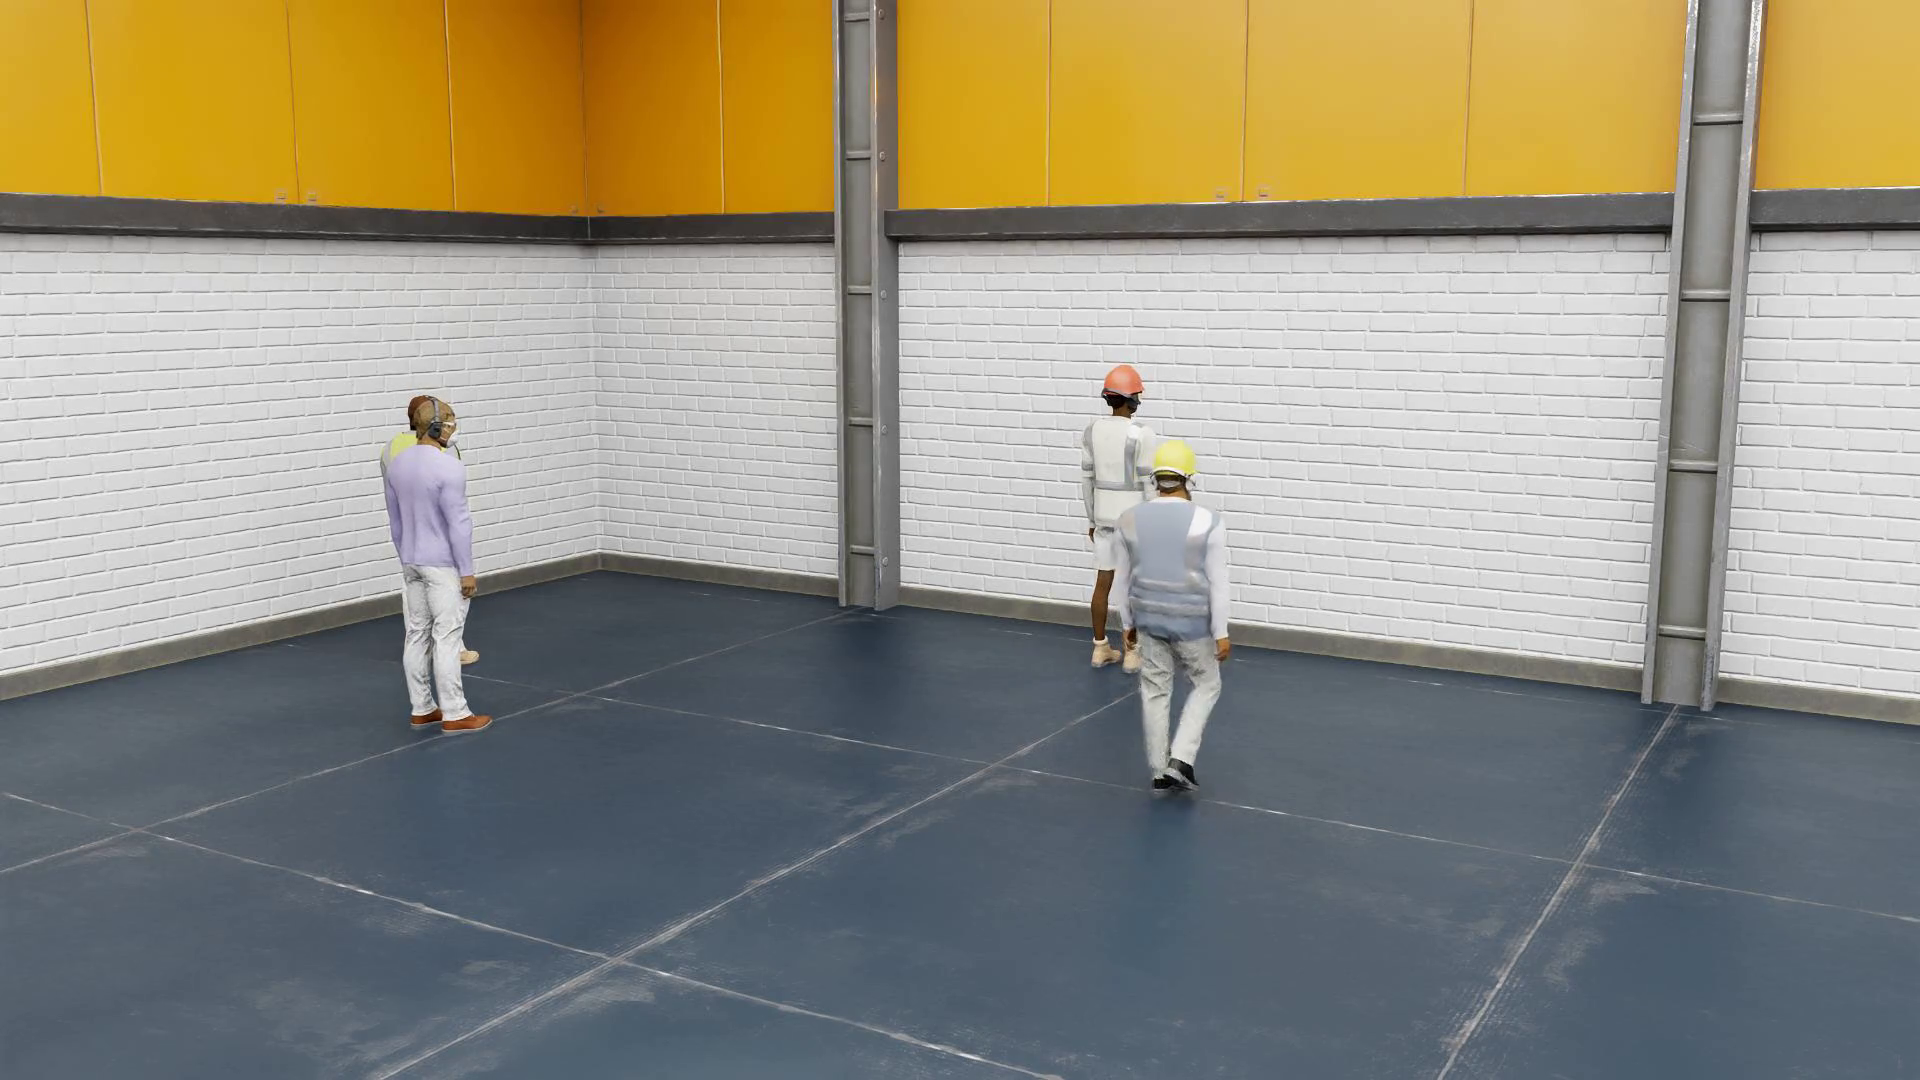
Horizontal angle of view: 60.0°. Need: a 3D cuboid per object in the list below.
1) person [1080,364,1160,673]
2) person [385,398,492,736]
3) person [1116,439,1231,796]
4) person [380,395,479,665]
[{"bbox_3d":[1.084,-0.140,11.074,0.608,2.048,0.365,8,12,42],"label":"person"},{"bbox_3d":[-3.016,0.158,9.570,0.627,1.936,0.373,7,11,36],"label":"person"},{"bbox_3d":[1.074,0.406,8.374,0.622,1.819,0.421,5,10,28],"label":"person"},{"bbox_3d":[-3.568,-0.058,11.222,0.623,1.839,0.429,4,10,21],"label":"person"}]
